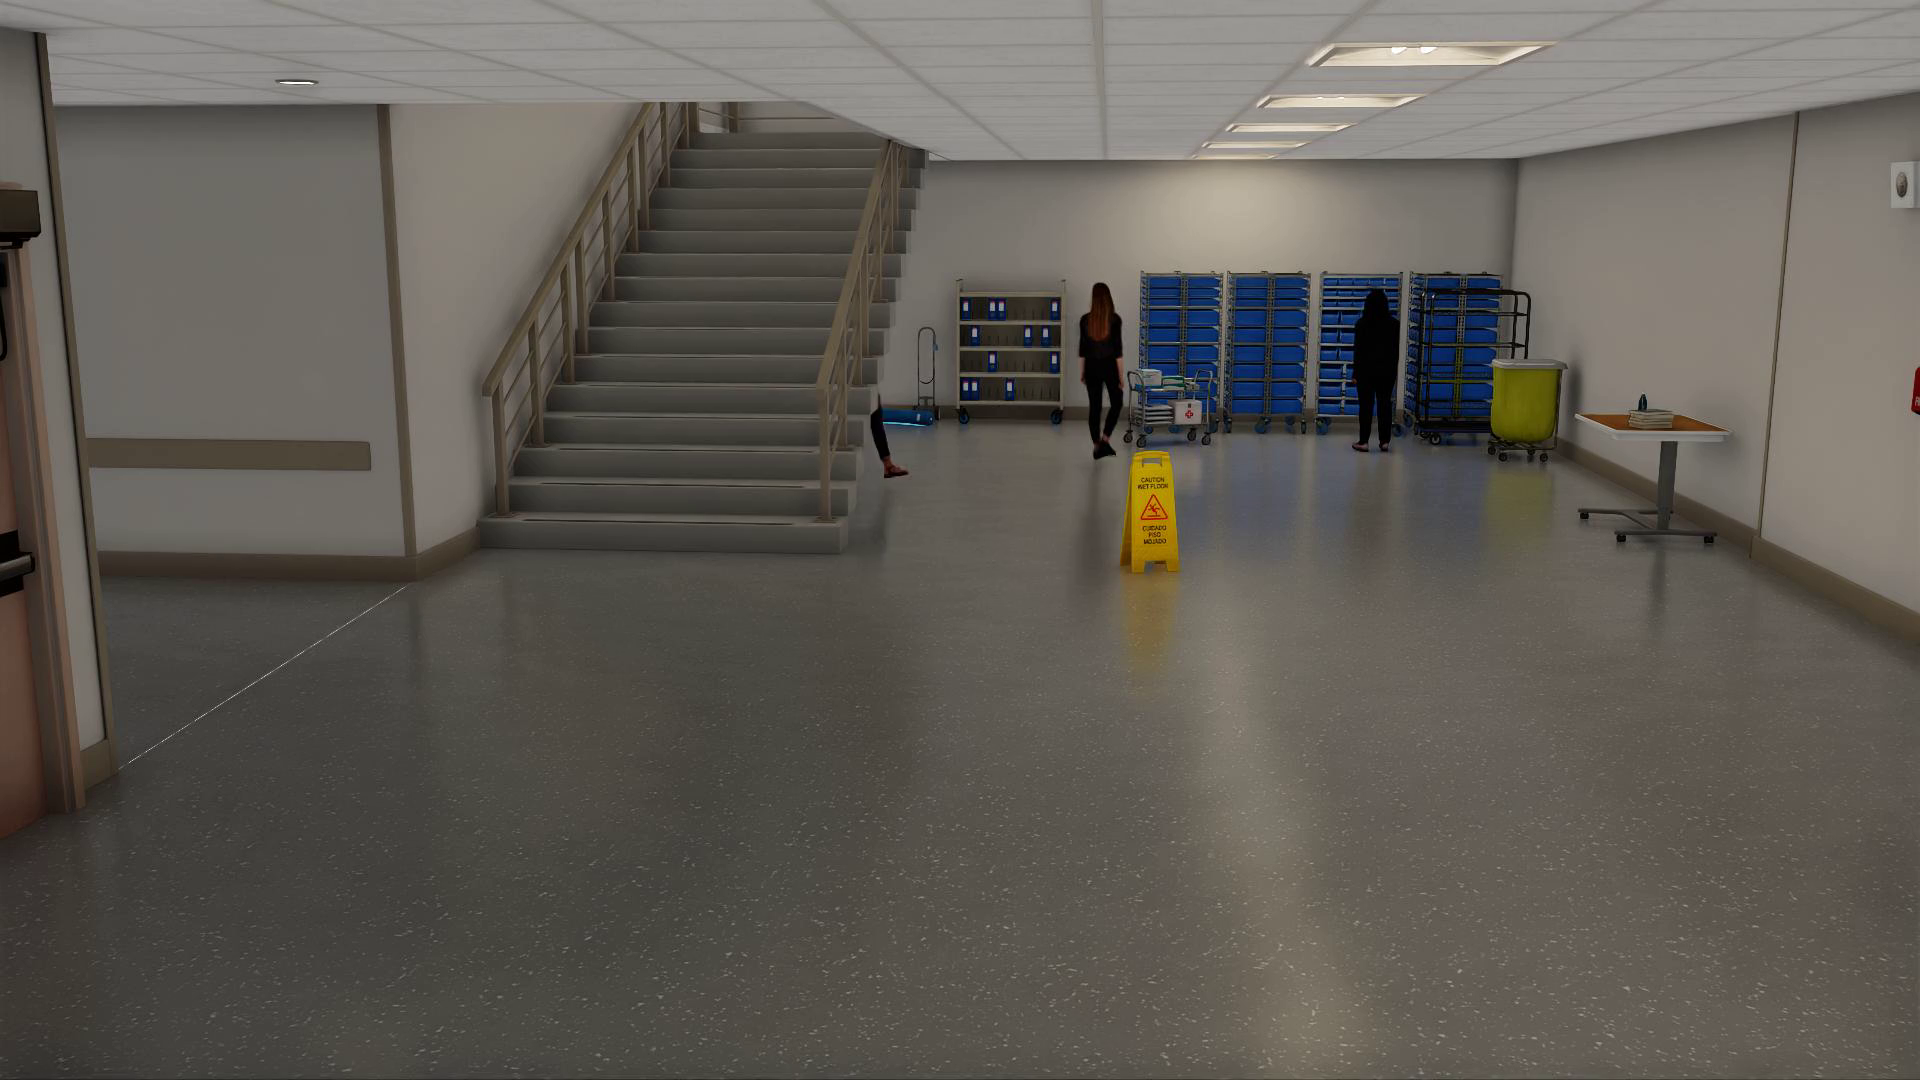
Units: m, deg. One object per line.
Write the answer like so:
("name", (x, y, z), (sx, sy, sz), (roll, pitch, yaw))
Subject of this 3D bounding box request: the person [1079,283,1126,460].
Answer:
("person", (1.341, -1.619, 16.070), (0.717, 1.704, 0.703), (5, 12, 25))

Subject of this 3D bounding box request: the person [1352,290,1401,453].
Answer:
("person", (4.192, -1.707, 16.770), (0.698, 1.617, 0.694), (-2, 11, -8))
